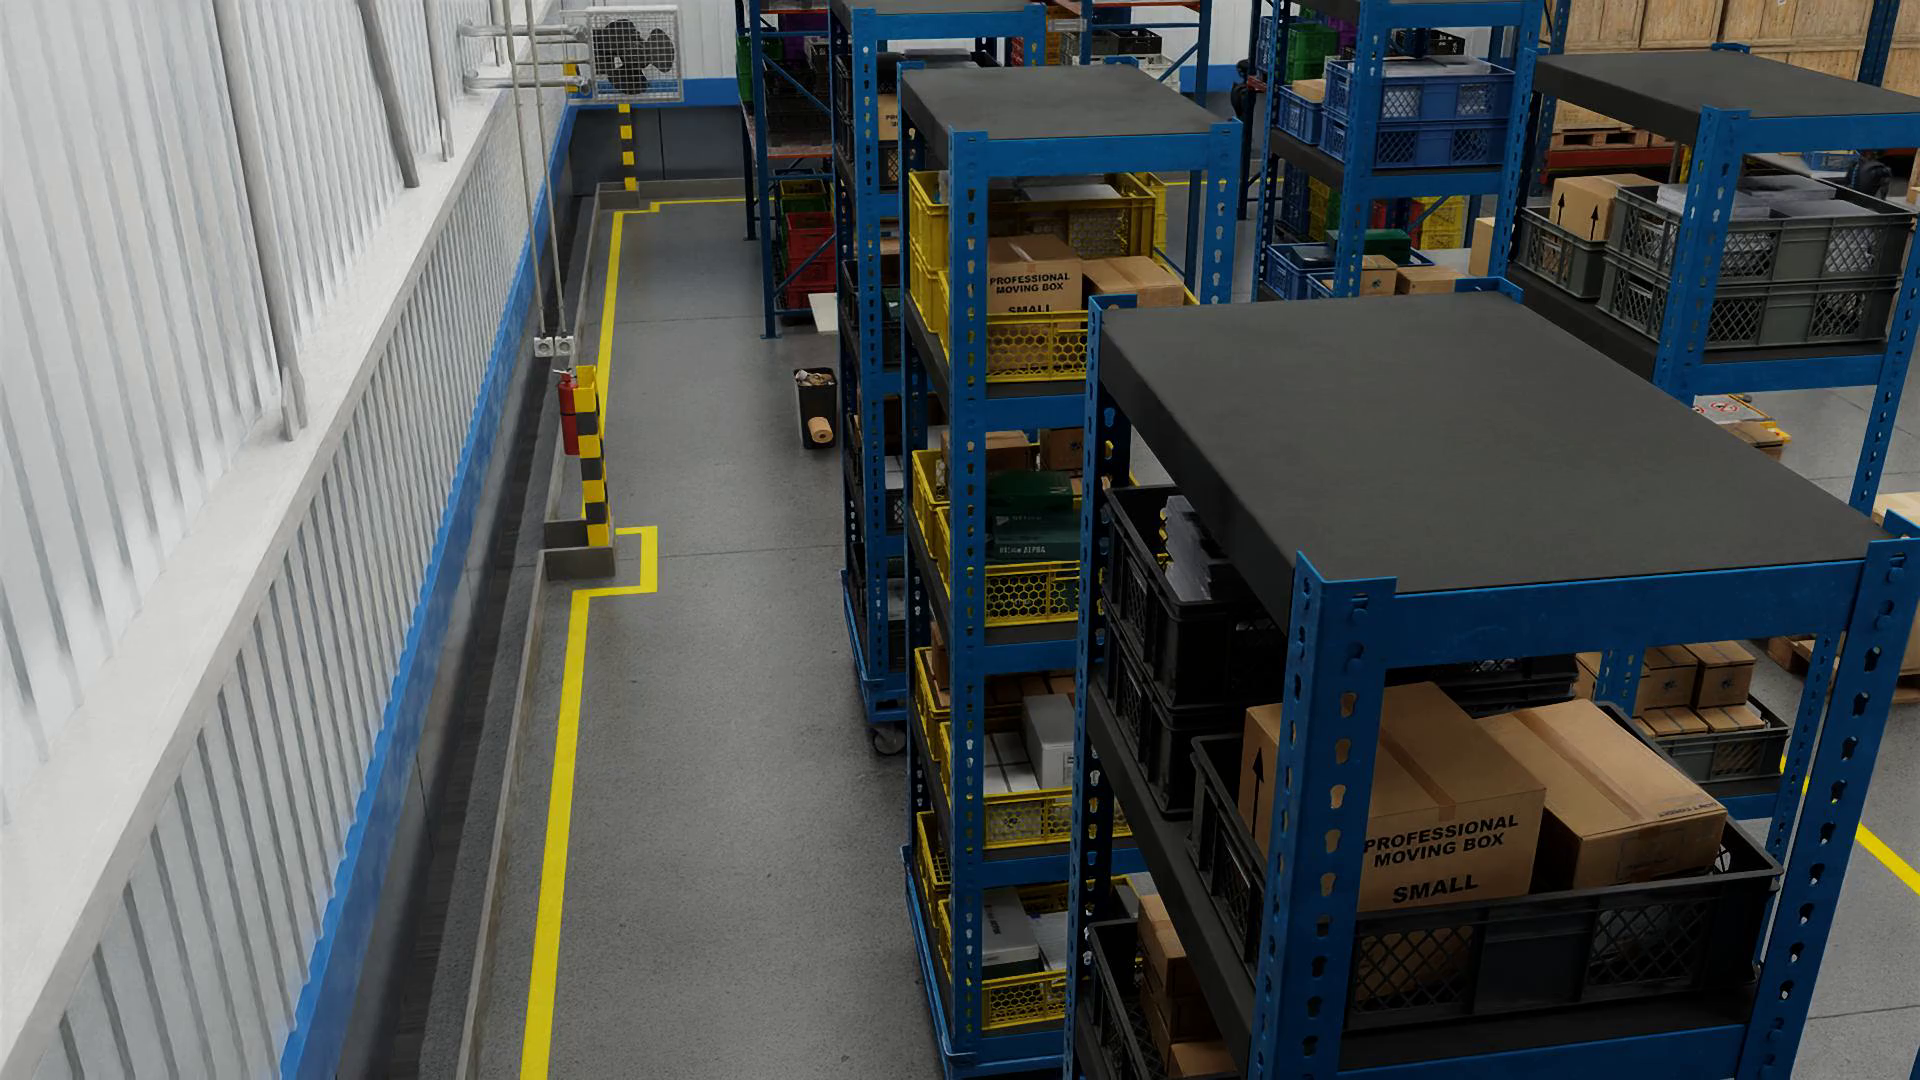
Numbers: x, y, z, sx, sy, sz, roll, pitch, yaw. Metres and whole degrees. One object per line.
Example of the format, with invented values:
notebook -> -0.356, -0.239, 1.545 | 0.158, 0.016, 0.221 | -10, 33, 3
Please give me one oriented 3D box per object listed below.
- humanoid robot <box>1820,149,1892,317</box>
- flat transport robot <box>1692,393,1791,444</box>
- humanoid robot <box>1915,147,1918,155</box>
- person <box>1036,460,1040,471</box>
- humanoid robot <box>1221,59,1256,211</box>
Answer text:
humanoid robot -> 7.884, -2.769, 14.630 | 0.318, 1.653, 0.567 | -5, 25, -10
flat transport robot -> 5.224, -0.859, 12.132 | 1.431, 0.197, 0.652 | -4, 25, -8
humanoid robot -> 10.803, -4.438, 18.268 | 0.593, 1.646, 0.359 | -1, 25, -3
person -> 0.631, -0.772, 10.062 | 0.344, 1.877, 0.567 | -7, 26, -15
humanoid robot -> 3.071, -4.397, 18.154 | 0.331, 1.657, 0.600 | 3, 25, 5
